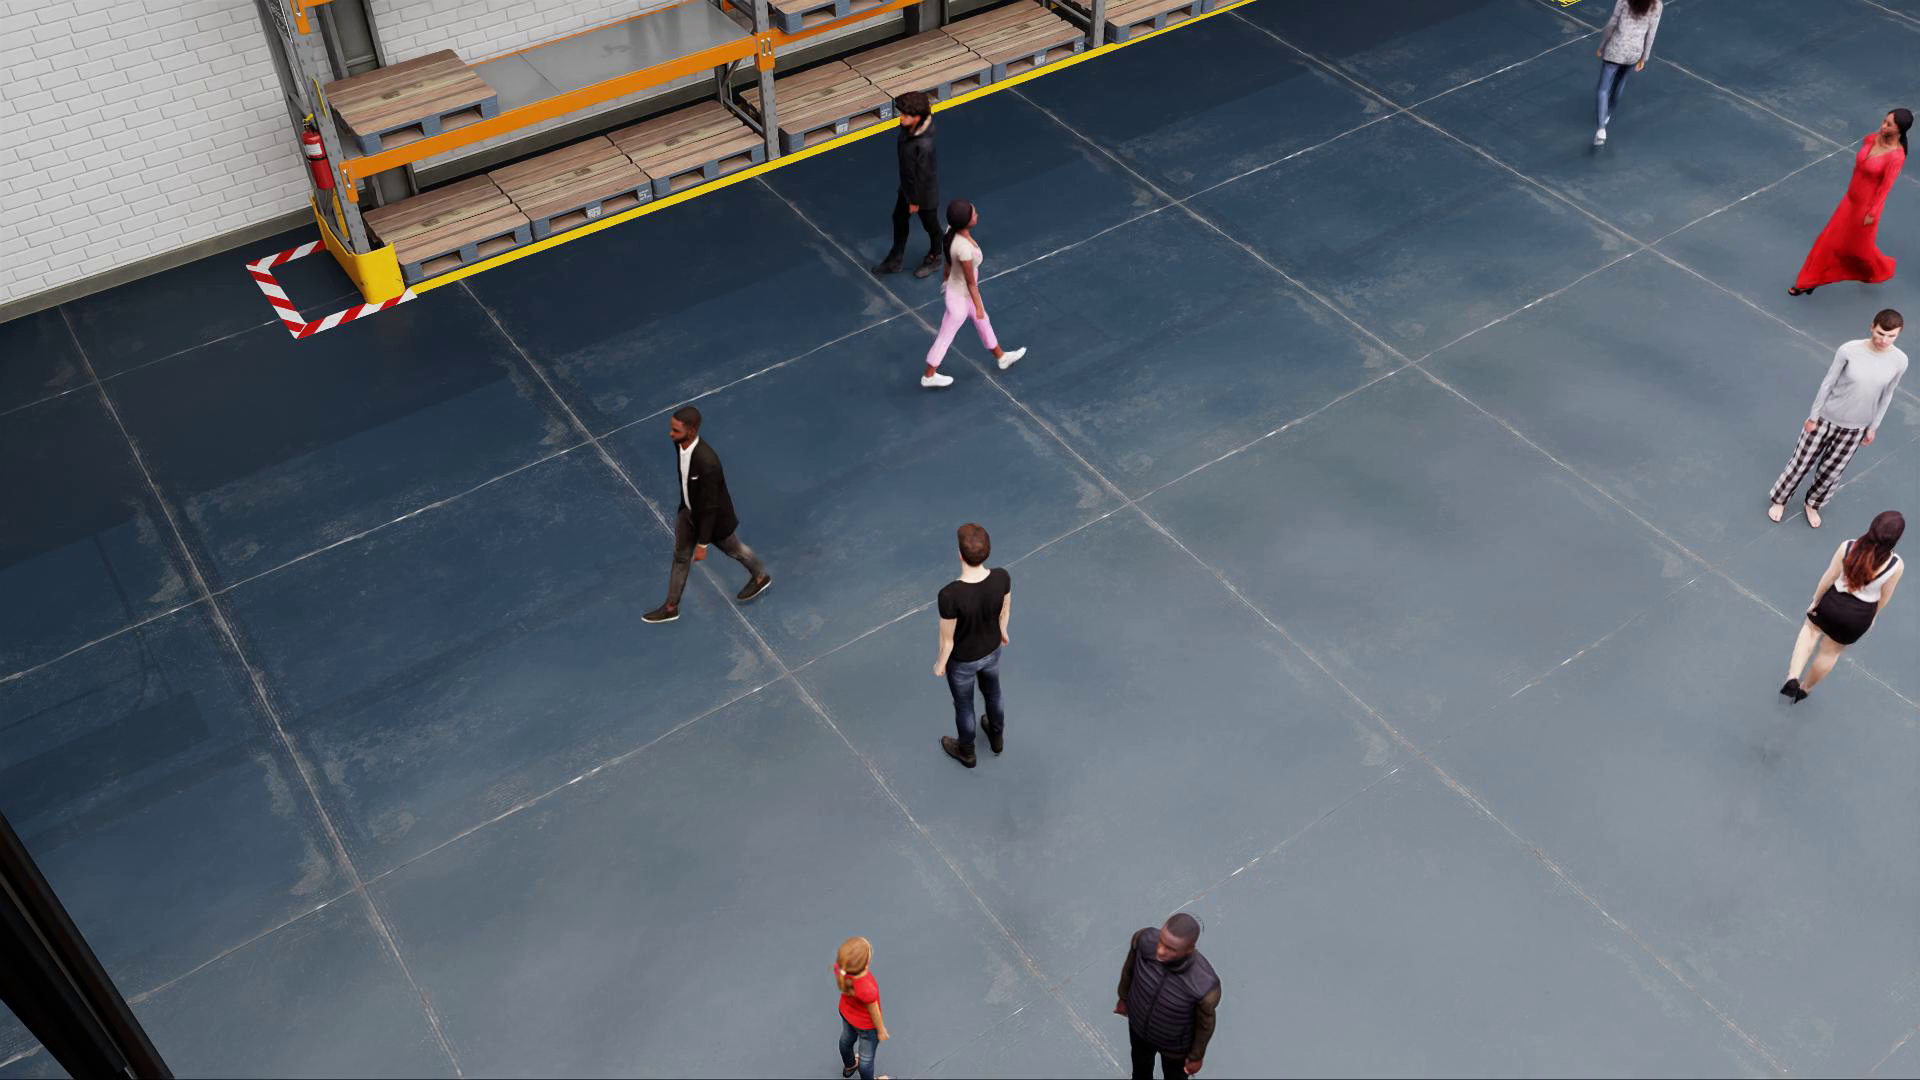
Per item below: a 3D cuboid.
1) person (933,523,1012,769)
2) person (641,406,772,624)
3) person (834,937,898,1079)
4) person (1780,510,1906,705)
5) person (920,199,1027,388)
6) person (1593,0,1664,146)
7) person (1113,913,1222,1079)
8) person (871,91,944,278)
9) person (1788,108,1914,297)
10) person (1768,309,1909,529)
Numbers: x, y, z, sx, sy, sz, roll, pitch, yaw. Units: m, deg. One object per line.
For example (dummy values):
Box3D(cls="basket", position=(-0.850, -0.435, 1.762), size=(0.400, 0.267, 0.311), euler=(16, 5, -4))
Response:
Box3D(cls="person", position=(0.087, 0.665, 10.170), size=(0.488, 1.895, 0.749), euler=(-23, 48, -22))
Box3D(cls="person", position=(-1.617, -0.179, 11.163), size=(1.195, 1.747, 0.734), euler=(-30, 51, -28))
Box3D(cls="person", position=(-0.531, 2.475, 8.693), size=(0.498, 1.311, 0.497), euler=(-29, 51, -27))
Box3D(cls="person", position=(5.571, 0.499, 10.528), size=(0.659, 1.641, 0.742), euler=(26, 49, 25))
Box3D(cls="person", position=(-0.083, -1.872, 12.974), size=(1.204, 1.700, 0.915), euler=(-8, 44, -8))
Box3D(cls="person", position=(6.303, -4.593, 15.827), size=(1.095, 1.705, 1.132), euler=(6, 44, 6))
Box3D(cls="person", position=(1.027, 2.438, 8.351), size=(0.740, 1.836, 0.635), euler=(34, 53, 30))
Box3D(cls="person", position=(-0.275, -3.023, 14.142), size=(0.874, 1.755, 0.693), euler=(-22, 48, -21))
Box3D(cls="person", position=(7.604, -2.777, 13.879), size=(1.153, 1.762, 0.864), euler=(-10, 45, -10))
Box3D(cls="person", position=(6.271, -0.877, 11.823), size=(0.711, 1.847, 0.739), euler=(13, 45, 13))
